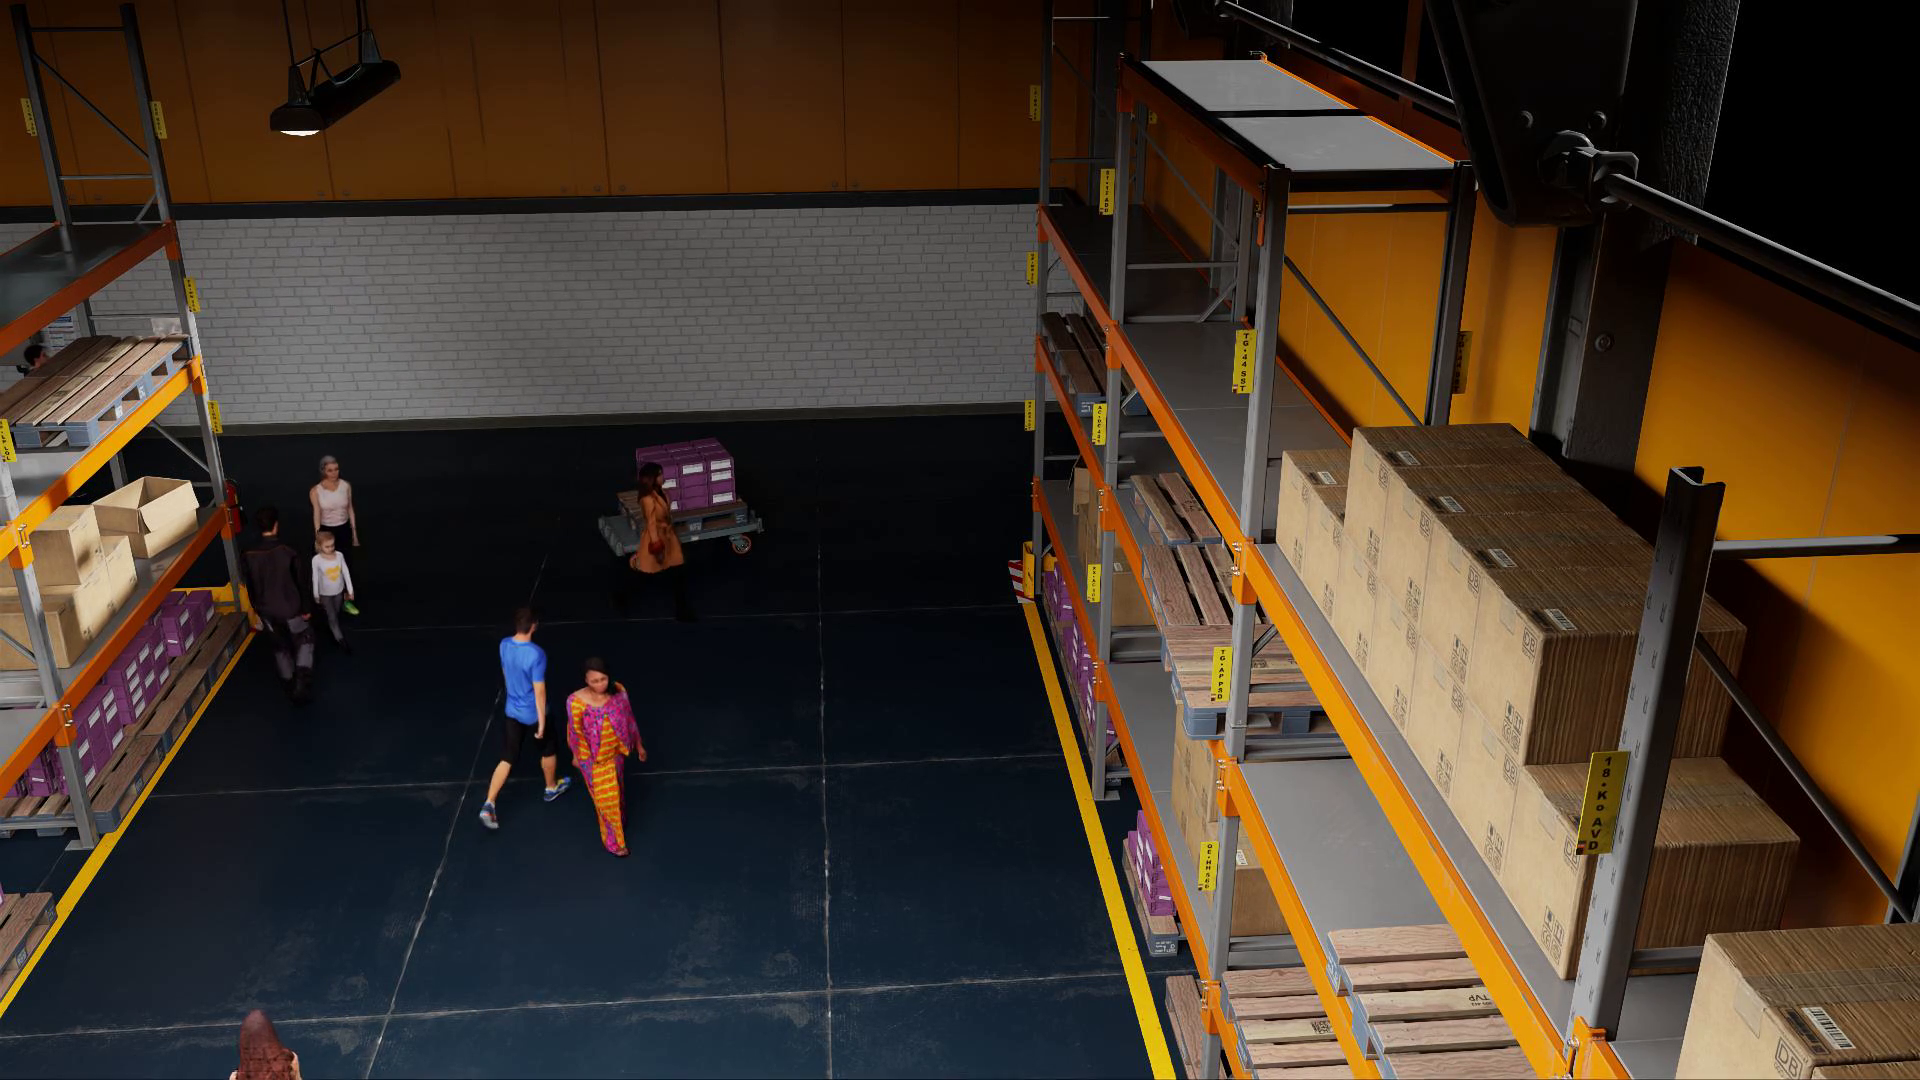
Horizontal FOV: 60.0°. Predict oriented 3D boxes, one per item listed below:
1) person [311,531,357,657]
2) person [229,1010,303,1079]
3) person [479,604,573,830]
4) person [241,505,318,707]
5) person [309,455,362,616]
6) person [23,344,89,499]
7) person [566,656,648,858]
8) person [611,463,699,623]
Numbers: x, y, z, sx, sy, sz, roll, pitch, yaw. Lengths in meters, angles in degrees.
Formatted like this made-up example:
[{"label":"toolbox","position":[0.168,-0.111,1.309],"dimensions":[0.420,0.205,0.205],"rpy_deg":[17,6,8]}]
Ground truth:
[{"label":"person","position":[-6.106,0.489,16.091],"dimensions":[0.949,1.242,0.858],"rpy_deg":[22,32,40]},{"label":"person","position":[-3.776,3.323,9.225],"dimensions":[0.664,1.548,0.756],"rpy_deg":[-12,26,-26]},{"label":"person","position":[-3.499,1.430,13.202],"dimensions":[1.027,1.831,1.318],"rpy_deg":[9,25,21]},{"label":"person","position":[-6.095,0.647,14.874],"dimensions":[0.727,1.928,0.792],"rpy_deg":[-4,24,-9]},{"label":"person","position":[-6.366,-0.079,16.836],"dimensions":[0.905,1.687,0.981],"rpy_deg":[-21,31,-39]},{"label":"person","position":[-10.766,-1.419,19.685],"dimensions":[0.799,1.859,0.692],"rpy_deg":[-18,29,-35]},{"label":"person","position":[-2.818,1.612,13.016],"dimensions":[1.007,1.647,0.926],"rpy_deg":[22,32,40]},{"label":"person","position":[-3.092,0.069,16.511],"dimensions":[0.979,1.676,1.163],"rpy_deg":[6,24,13]}]
